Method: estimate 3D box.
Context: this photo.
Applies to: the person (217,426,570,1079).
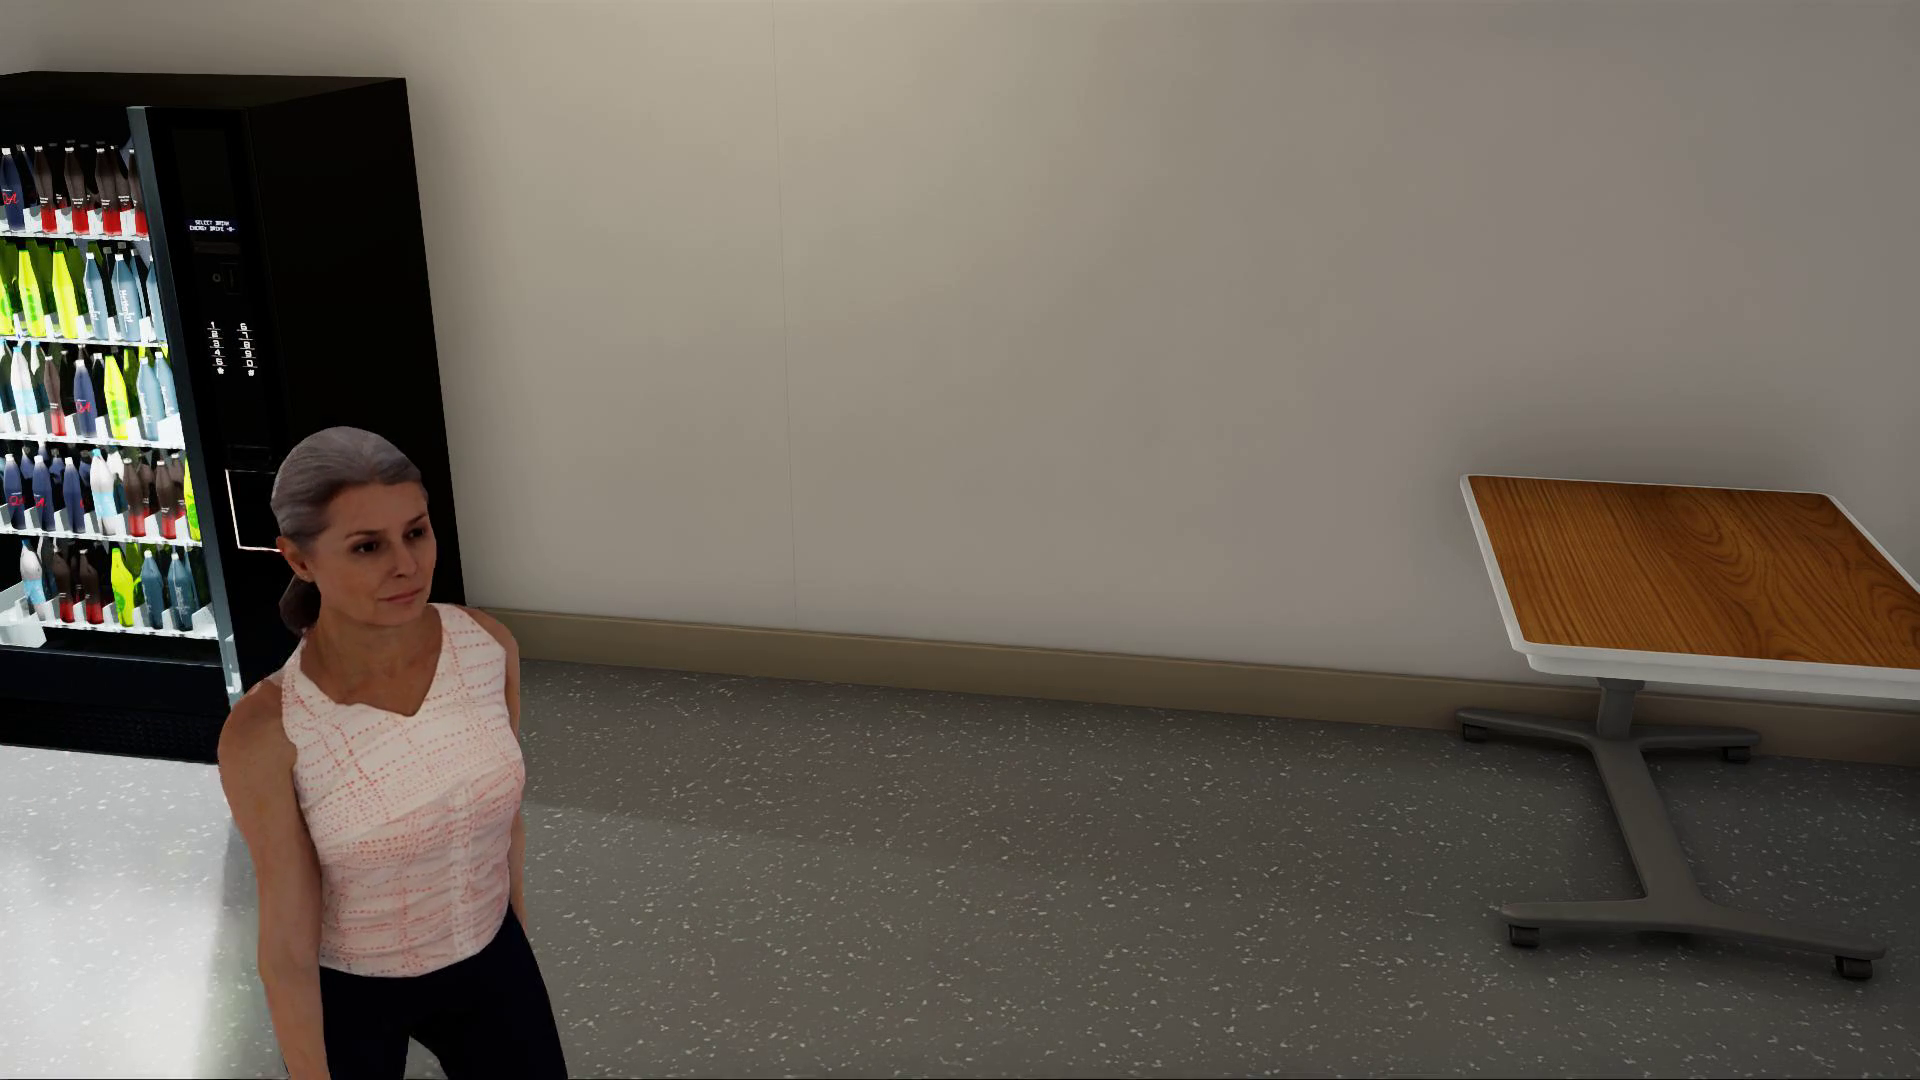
[{"bbox_3d":[-0.839,0.657,2.381,1.263,1.650,1.016,16,26,36],"label":"person"}]
